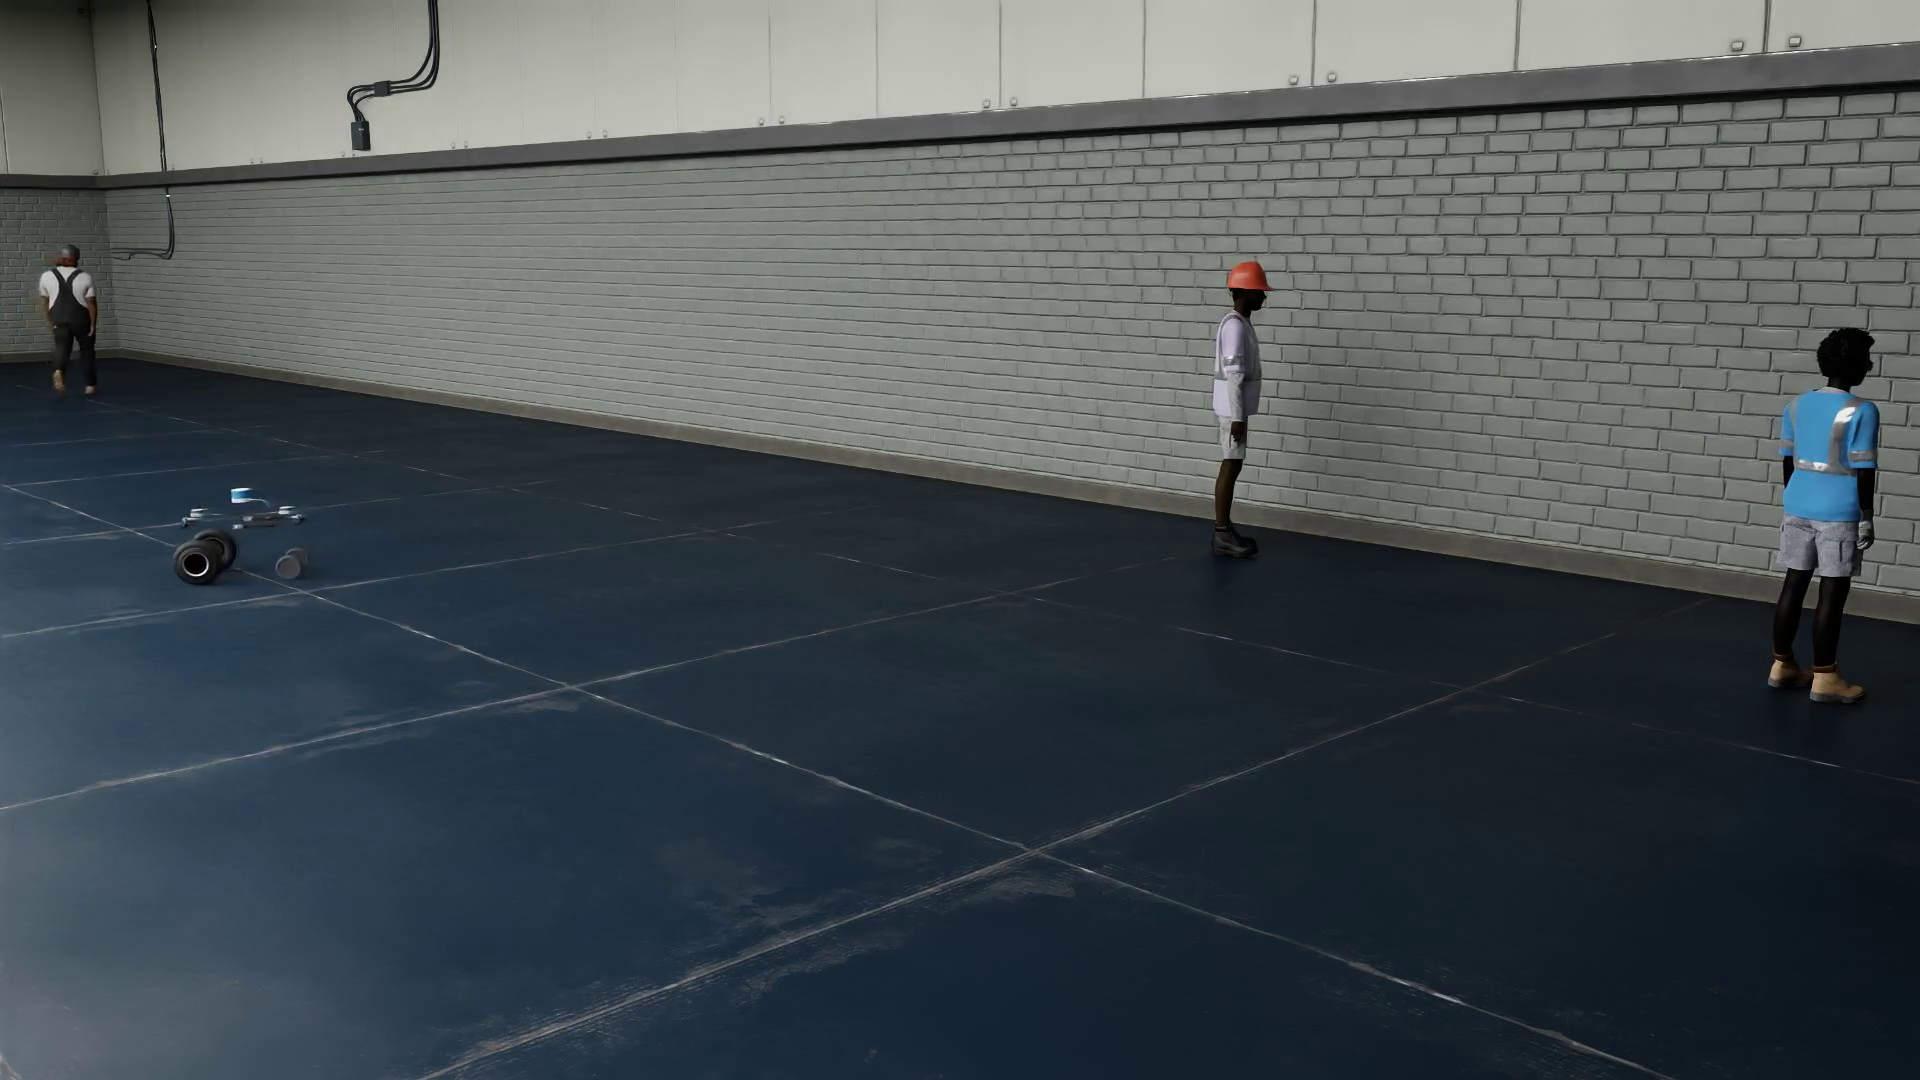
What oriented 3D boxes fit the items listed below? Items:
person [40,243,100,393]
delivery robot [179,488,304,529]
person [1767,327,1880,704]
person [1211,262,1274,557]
[{"bbox_3d":[-11.820,-2.930,22.122,0.686,2.000,0.837,-2,11,-13],"label":"person"},{"bbox_3d":[-4.473,-0.204,10.348,0.698,0.223,0.335,-2,11,-11],"label":"delivery robot"},{"bbox_3d":[3.976,-0.120,7.619,0.316,1.695,0.541,-3,11,-14],"label":"person"},{"bbox_3d":[1.874,-0.873,11.069,0.375,1.935,0.551,2,11,10],"label":"person"}]
